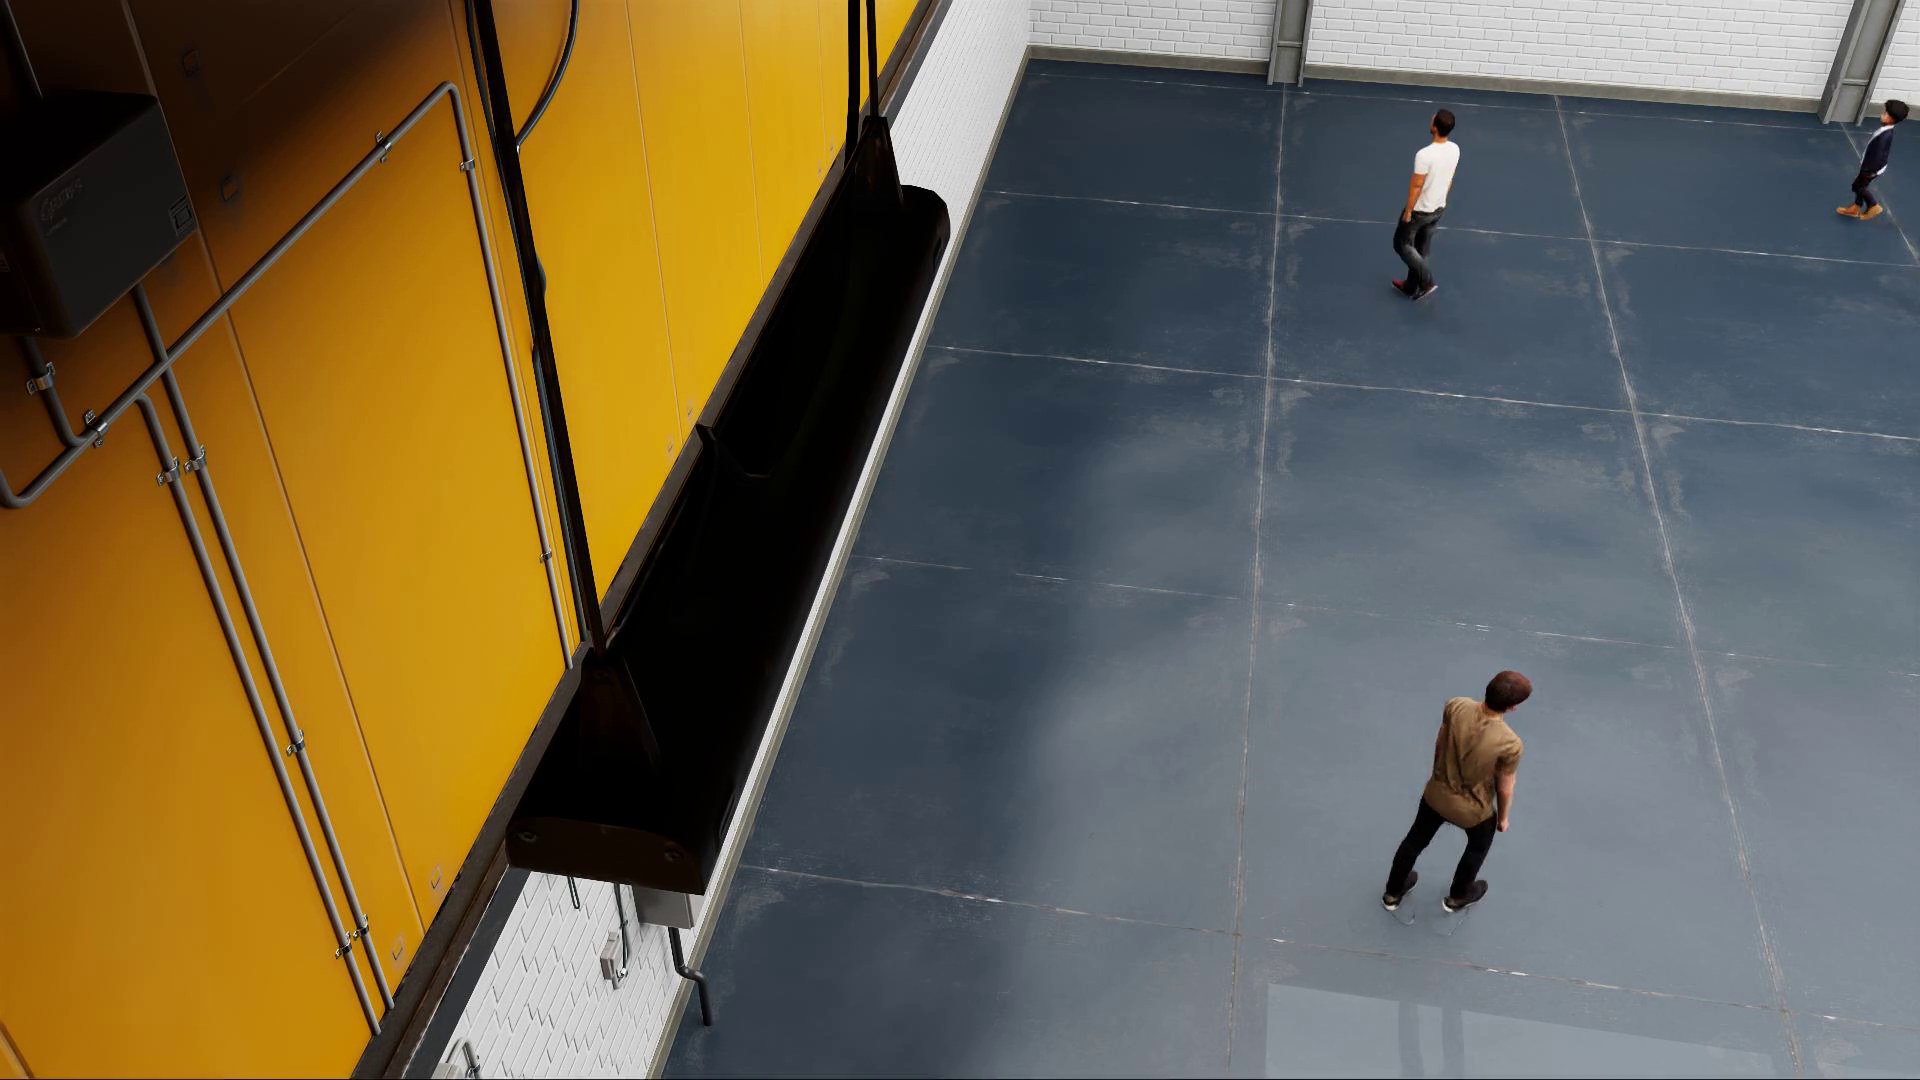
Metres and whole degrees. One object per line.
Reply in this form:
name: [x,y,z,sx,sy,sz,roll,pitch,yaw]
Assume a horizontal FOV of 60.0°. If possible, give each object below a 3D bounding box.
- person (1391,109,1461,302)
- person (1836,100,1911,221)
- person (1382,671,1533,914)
person: [4.144,-2.888,14.613,0.895,1.798,0.952,-22,44,-25]
person: [8.861,-3.645,16.025,0.700,1.218,0.617,21,43,24]
person: [2.722,1.457,9.147,0.881,1.828,0.936,28,46,30]
